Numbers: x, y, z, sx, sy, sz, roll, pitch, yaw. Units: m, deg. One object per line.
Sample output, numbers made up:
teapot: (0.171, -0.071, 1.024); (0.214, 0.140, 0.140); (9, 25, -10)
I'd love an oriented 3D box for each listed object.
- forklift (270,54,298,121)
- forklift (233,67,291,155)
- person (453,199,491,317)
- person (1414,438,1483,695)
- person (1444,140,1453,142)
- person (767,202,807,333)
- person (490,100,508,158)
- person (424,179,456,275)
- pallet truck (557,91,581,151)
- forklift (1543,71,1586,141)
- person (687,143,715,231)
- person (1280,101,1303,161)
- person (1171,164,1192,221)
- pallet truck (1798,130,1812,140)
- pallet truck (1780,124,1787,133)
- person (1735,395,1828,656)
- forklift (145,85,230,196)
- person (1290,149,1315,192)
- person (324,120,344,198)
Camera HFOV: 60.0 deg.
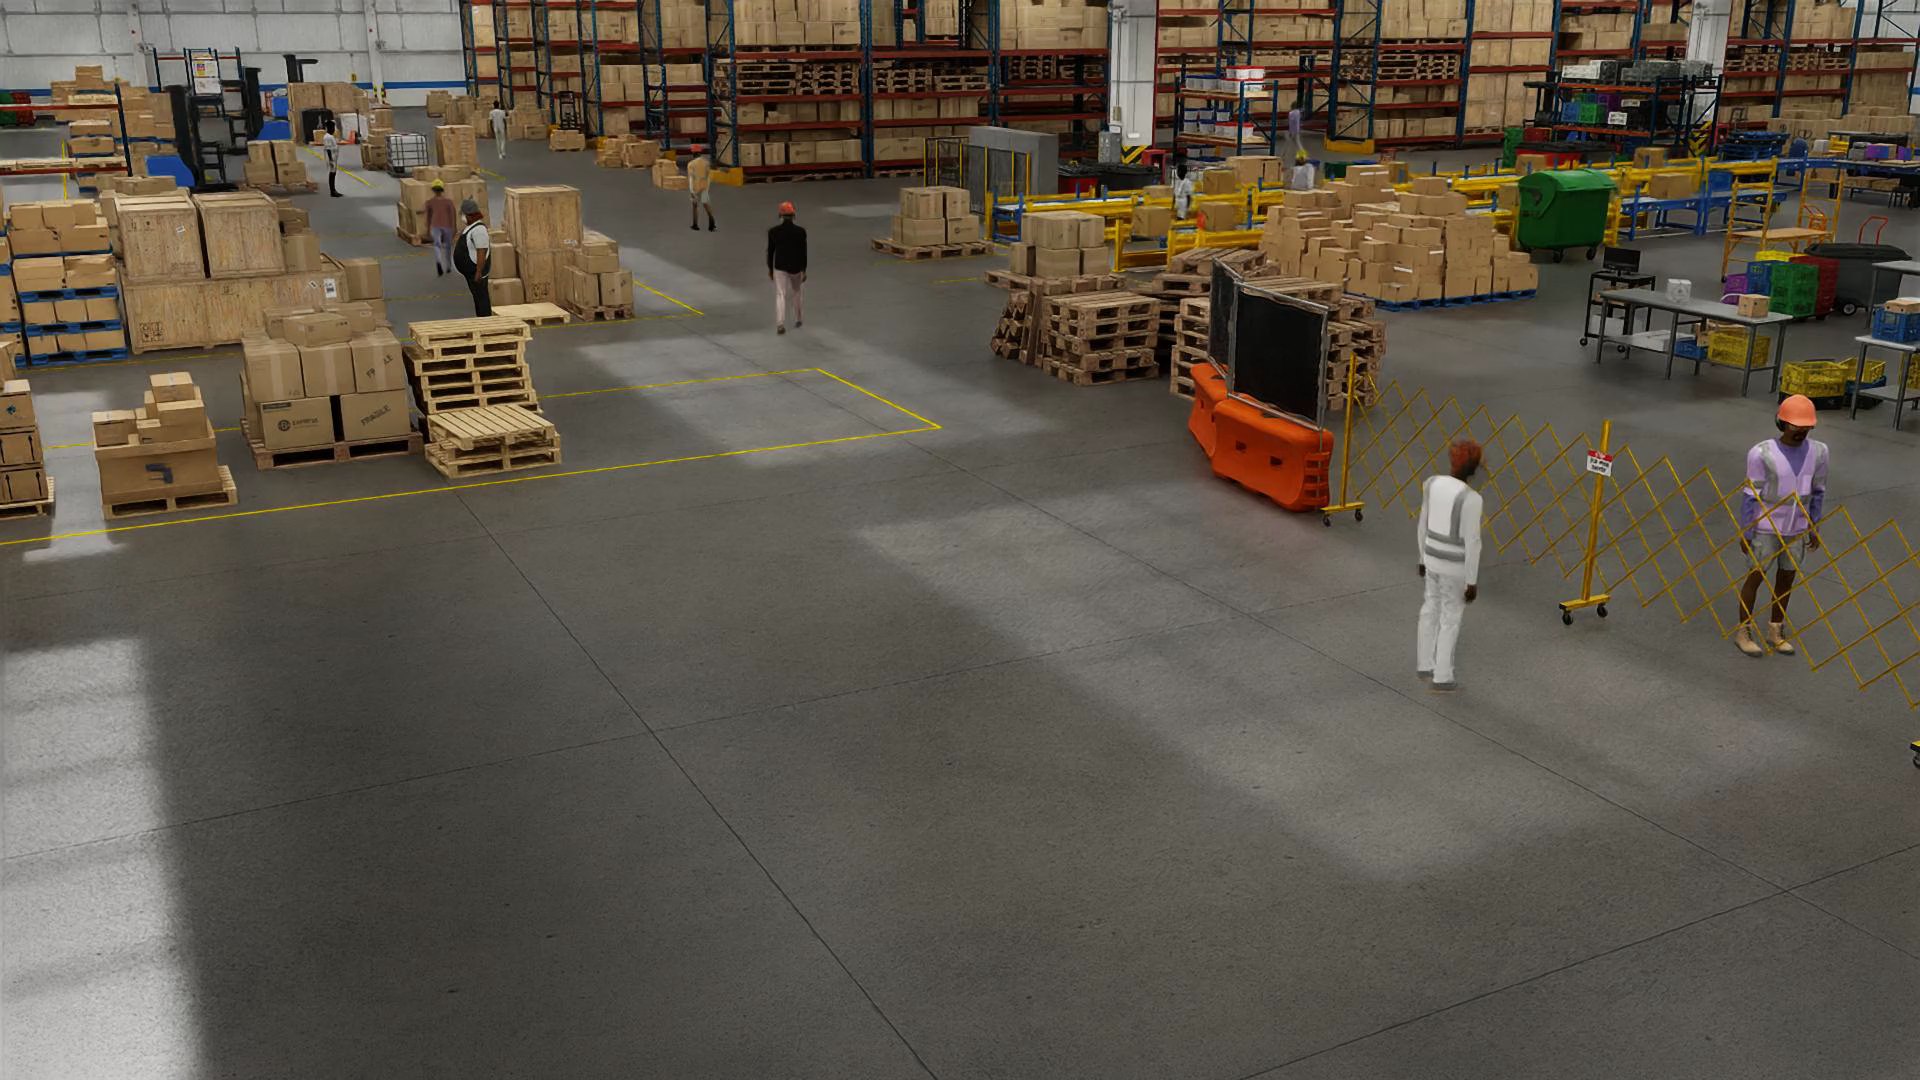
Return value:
forklift: (-28.276, -19.157, 70.557); (1.873, 2.768, 1.129); (-9, 20, -26)
forklift: (-23.423, -14.297, 55.405); (1.873, 2.768, 1.129); (-9, 20, -26)
person: (-7.291, -4.076, 24.894); (0.538, 2.000, 0.684); (-8, 20, -24)
person: (3.506, 0.183, 11.888); (0.373, 1.884, 0.583); (-8, 20, -24)
person: (17.897, -15.352, 60.704); (0.503, 1.632, 0.274); (-16, 24, -41)
person: (-2.630, -4.132, 25.227); (0.628, 1.957, 0.989); (2, 18, 5)
person: (-15.085, -13.447, 54.412); (0.565, 1.847, 0.672); (-4, 18, -13)
person: (-9.553, -5.751, 30.597); (0.528, 1.746, 0.713); (-4, 18, -13)
pallet truck: (-13.495, -14.412, 57.188); (0.823, 1.965, 1.885); (-3, 18, -9)
forklift: (18.685, -13.231, 52.085); (1.873, 2.768, 1.129); (-9, 20, -26)
person: (-5.701, -7.749, 36.564); (0.551, 1.913, 0.835); (-10, 20, -28)
person: (10.685, -13.055, 53.172); (1.045, 1.880, 0.640); (15, 23, 40)
person: (4.501, -6.853, 34.136); (0.625, 1.671, 0.552); (-7, 19, -21)
pallet truck: (25.526, -11.556, 49.408); (1.630, 1.274, 0.653); (-9, 20, -26)
pallet truck: (25.206, -12.542, 52.601); (1.601, 1.201, 0.680); (0, 18, -2)
person: (6.178, -0.099, 12.519); (0.607, 2.038, 0.395); (-1, 18, -3)
forklift: (-20.060, -10.286, 42.903); (1.873, 2.768, 1.129); (-9, 20, -26)
person: (7.340, -7.529, 36.026); (0.538, 1.812, 0.617); (-8, 19, -23)
person: (-16.253, -9.859, 43.046); (0.371, 1.963, 0.608); (-4, 18, -12)
